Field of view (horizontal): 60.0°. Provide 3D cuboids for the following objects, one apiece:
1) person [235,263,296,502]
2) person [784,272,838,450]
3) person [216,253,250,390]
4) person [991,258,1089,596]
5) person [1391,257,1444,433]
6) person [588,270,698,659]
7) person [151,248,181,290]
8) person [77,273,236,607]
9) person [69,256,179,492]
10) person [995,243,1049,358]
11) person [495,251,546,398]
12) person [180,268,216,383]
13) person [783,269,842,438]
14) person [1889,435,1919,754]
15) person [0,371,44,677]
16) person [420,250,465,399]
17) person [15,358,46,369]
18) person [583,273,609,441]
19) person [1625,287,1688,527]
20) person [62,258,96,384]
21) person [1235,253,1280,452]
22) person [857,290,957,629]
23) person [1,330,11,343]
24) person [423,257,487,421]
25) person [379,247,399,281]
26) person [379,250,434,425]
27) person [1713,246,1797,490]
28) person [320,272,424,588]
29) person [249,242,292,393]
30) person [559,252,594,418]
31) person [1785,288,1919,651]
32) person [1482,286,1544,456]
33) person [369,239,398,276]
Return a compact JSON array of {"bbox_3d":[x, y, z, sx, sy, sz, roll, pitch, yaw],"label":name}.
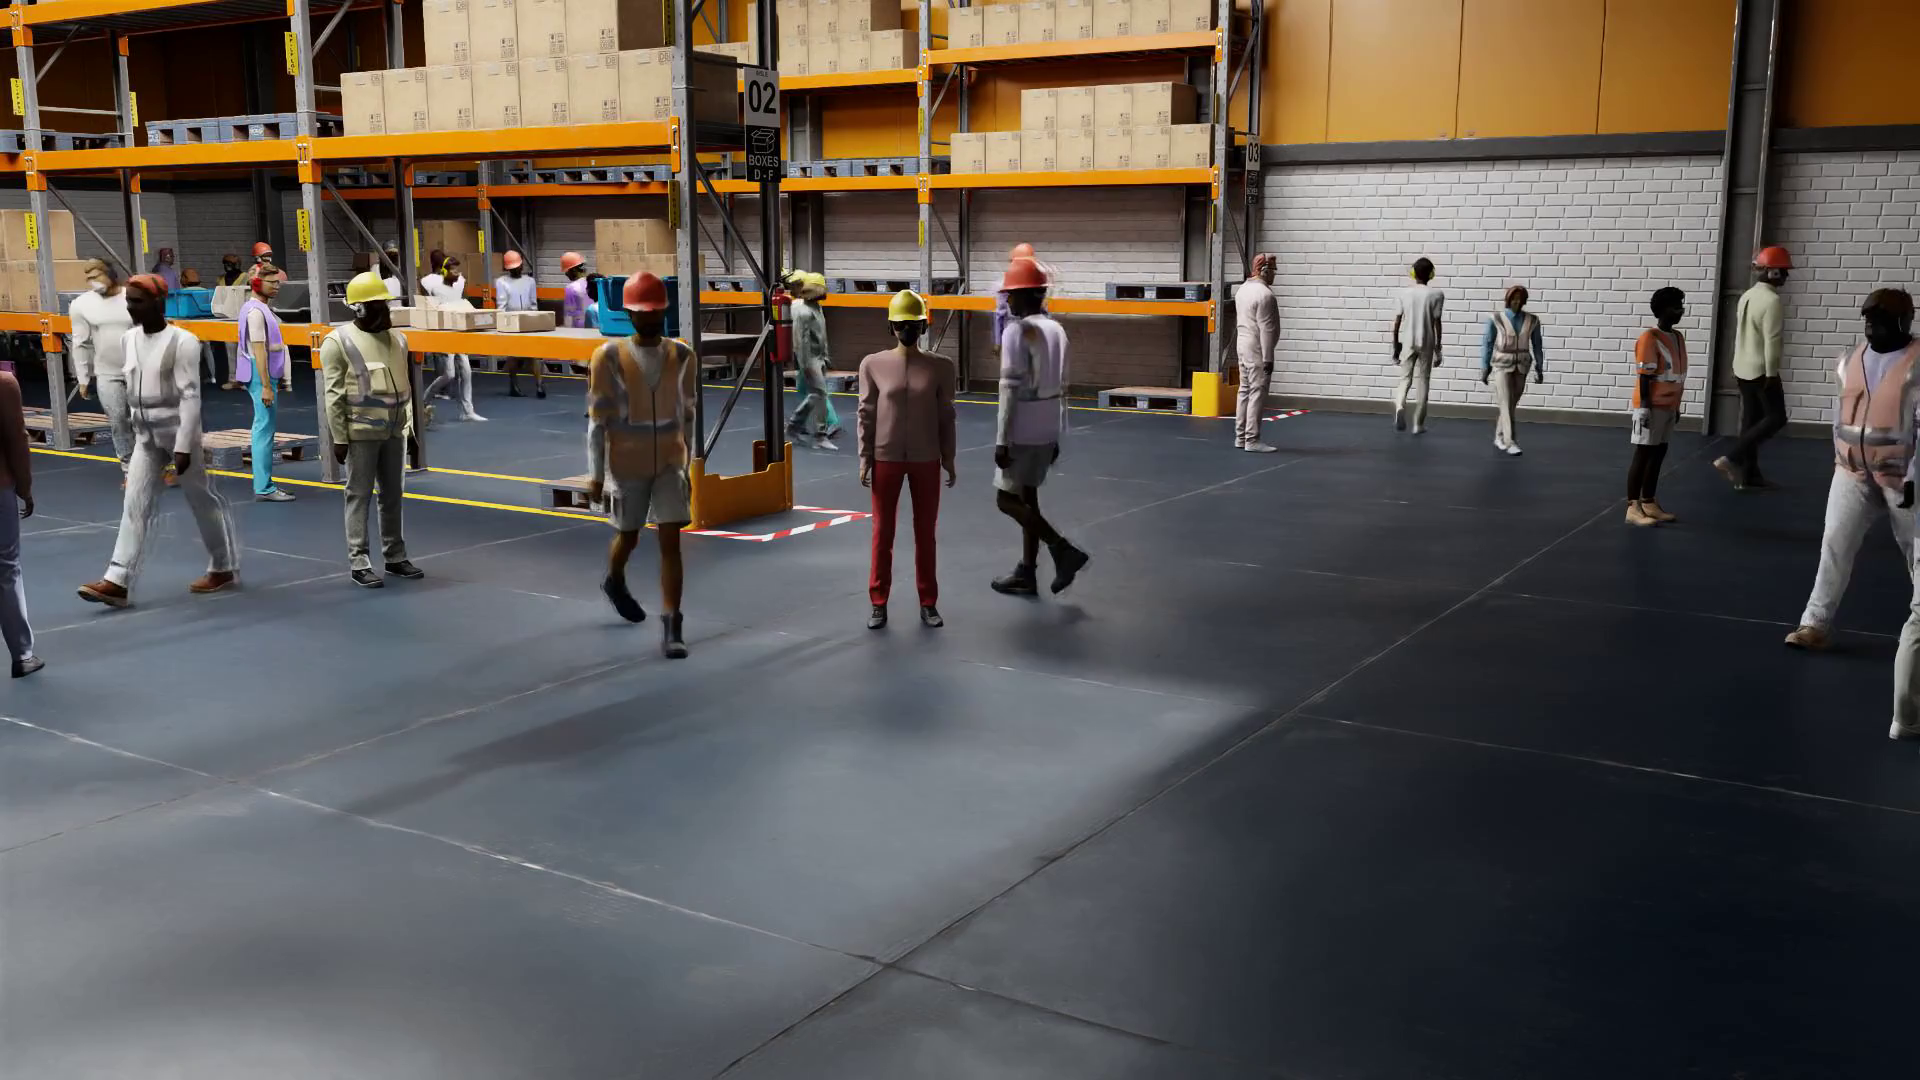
[{"bbox_3d":[-5.418,-1.214,12.907,0.372,1.840,0.571,-4,11,-23],"label":"person"},{"bbox_3d":[-1.449,-1.744,16.206,0.562,1.713,0.527,2,10,11],"label":"person"},{"bbox_3d":[-9.806,-2.952,22.547,0.633,1.840,0.429,2,11,13],"label":"person"},{"bbox_3d":[0.439,-0.608,9.303,0.601,1.921,0.560,7,13,35],"label":"person"},{"bbox_3d":[4.755,-2.009,17.291,0.523,1.852,0.639,5,12,27],"label":"person"},{"bbox_3d":[-1.604,-0.409,8.341,0.555,1.896,0.960,-5,11,-25],"label":"person"},{"bbox_3d":[-12.978,-3.855,27.389,0.487,1.889,0.684,-9,14,-41],"label":"person"},{"bbox_3d":[-4.467,-0.549,9.240,0.606,1.829,0.969,4,11,23],"label":"person"},{"bbox_3d":[-6.727,-1.317,13.327,0.655,1.896,0.482,-4,11,-21],"label":"person"},{"bbox_3d":[0.692,-2.247,18.237,0.623,1.994,1.032,-7,12,-33],"label":"person"},{"bbox_3d":[-5.593,-2.740,21.244,0.611,1.879,0.830,-7,12,-34],"label":"person"},{"bbox_3d":[-10.759,-2.997,23.400,0.288,1.626,0.497,6,12,29],"label":"person"},{"bbox_3d":[-1.516,-1.918,17.144,0.756,1.724,0.569,4,11,20],"label":"person"},{"bbox_3d":[3.915,0.038,6.547,0.279,1.633,0.499,1,10,5],"label":"person"},{"bbox_3d":[-4.541,-0.222,7.631,0.523,1.767,0.313,-4,11,-23],"label":"person"},{"bbox_3d":[-6.528,-2.725,21.098,0.610,1.897,0.528,-8,13,-39],"label":"person"},{"bbox_3d":[-14.837,-3.622,26.266,0.582,1.831,0.975,3,11,19],"label":"person"},{"bbox_3d":[-3.631,-1.855,16.858,0.318,1.695,0.541,2,10,12],"label":"person"},{"bbox_3d":[4.969,-0.946,11.827,0.541,1.695,0.316,-9,14,-42],"label":"person"},{"bbox_3d":[-12.520,-3.130,23.549,0.592,1.833,0.404,-8,13,-38],"label":"person"},{"bbox_3d":[2.865,-1.783,15.928,0.400,1.895,0.651,-2,10,-13],"label":"person"},{"bbox_3d":[-0.273,-0.414,8.683,0.523,1.769,0.315,-1,10,-6],"label":"person"},{"bbox_3d":[-11.951,-2.568,20.334,0.951,1.860,0.678,5,12,28],"label":"person"},{"bbox_3d":[-5.706,-2.226,18.524,0.701,1.844,0.548,4,11,19],"label":"person"},{"bbox_3d":[-7.008,-2.678,20.749,0.355,1.937,0.635,4,11,21],"label":"person"},{"bbox_3d":[-6.011,-2.116,17.686,0.806,1.930,0.674,7,12,32],"label":"person"},{"bbox_3d":[6.412,-1.367,13.388,0.482,1.979,0.616,0,10,-2],"label":"person"},{"bbox_3d":[-3.437,-0.647,9.786,0.404,1.834,0.599,6,12,30],"label":"person"},{"bbox_3d":[-9.188,-2.948,22.096,0.400,1.989,0.623,4,11,23],"label":"person"},{"bbox_3d":[-4.243,-2.303,18.828,0.464,1.887,0.610,6,12,29],"label":"person"},{"bbox_3d":[4.565,-0.334,8.192,0.975,1.798,0.622,-6,12,-31],"label":"person"},{"bbox_3d":[5.255,-1.613,15.799,0.534,1.589,0.858,-1,10,-4],"label":"person"},{"bbox_3d":[-8.237,-3.369,24.295,0.535,2.000,0.674,5,11,25],"label":"person"}]
